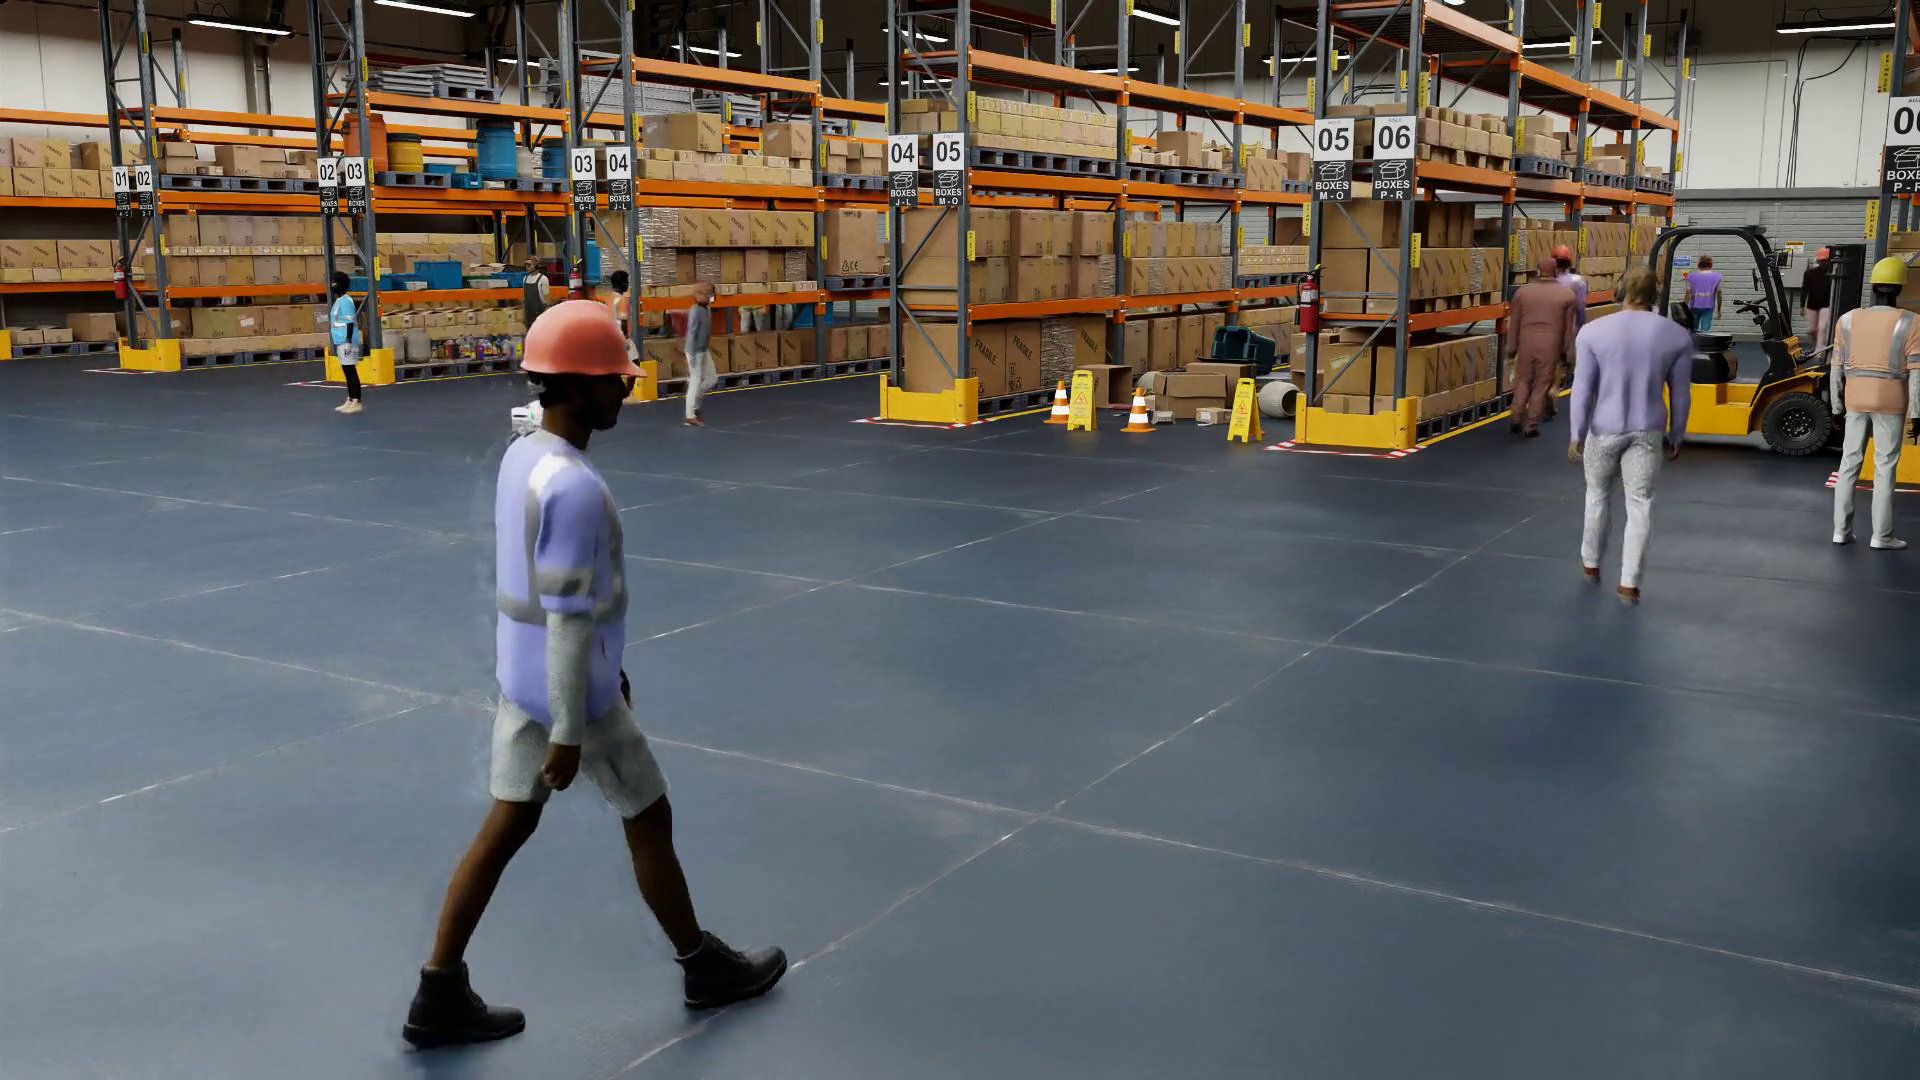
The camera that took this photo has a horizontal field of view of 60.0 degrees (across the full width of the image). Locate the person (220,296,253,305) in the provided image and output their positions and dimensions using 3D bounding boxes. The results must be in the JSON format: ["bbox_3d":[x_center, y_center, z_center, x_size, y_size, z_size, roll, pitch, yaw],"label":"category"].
[{"bbox_3d":[-12.741,-4.135,29.357,0.622,1.862,1.035,7,12,32],"label":"person"}]

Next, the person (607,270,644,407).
[{"bbox_3d":[-4.130,-2.486,20.567,0.484,1.685,0.555,-6,12,-31],"label":"person"}]

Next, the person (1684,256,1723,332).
[{"bbox_3d":[12.571,-3.891,28.151,0.574,1.800,0.942,5,11,26],"label":"person"}]

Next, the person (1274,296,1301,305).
[{"bbox_3d":[6.403,-4.623,32.168,0.521,1.834,0.895,7,12,33],"label":"person"}]

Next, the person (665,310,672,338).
[{"bbox_3d":[-5.531,-4.752,32.707,0.543,1.903,0.963,7,12,35],"label":"person"}]

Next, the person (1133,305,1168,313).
[{"bbox_3d":[3.493,-4.327,30.370,1.037,1.892,0.628,-9,13,-40],"label":"person"}]

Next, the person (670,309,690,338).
[{"bbox_3d":[-4.600,-3.744,27.447,0.540,1.750,0.520,5,11,26],"label":"person"}]

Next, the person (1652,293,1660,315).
[{"bbox_3d":[12.639,-4.310,30.556,0.995,1.785,0.628,6,12,31],"label":"person"}]

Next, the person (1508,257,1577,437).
[{"bbox_3d":[6.103,-2.014,17.439,0.647,1.873,0.606,6,12,31],"label":"person"}]

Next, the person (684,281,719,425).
[{"bbox_3d":[-2.892,-2.069,18.482,0.409,1.603,0.524,2,10,14],"label":"person"}]

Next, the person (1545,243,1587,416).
[{"bbox_3d":[6.911,-2.418,19.290,0.624,2.024,0.736,7,12,34],"label":"person"}]

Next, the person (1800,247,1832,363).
[{"bbox_3d":[14.630,-3.992,28.272,0.622,1.970,0.755,8,13,38],"label":"person"}]

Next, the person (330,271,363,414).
[{"bbox_3d":[-7.331,-2.352,19.826,0.317,1.695,0.540,-6,12,-29],"label":"person"}]

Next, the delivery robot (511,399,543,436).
[{"bbox_3d":[-4.094,-1.227,16.460,0.477,0.478,0.707,6,12,31],"label":"delivery robot"}]

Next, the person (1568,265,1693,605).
[{"bbox_3d":[3.852,-0.625,9.614,0.659,1.890,0.976,3,10,15],"label":"person"}]

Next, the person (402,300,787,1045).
[{"bbox_3d":[-0.970,0.345,4.200,0.996,1.890,0.546,-6,12,-31],"label":"person"}]

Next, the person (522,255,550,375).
[{"bbox_3d":[-6.507,-3.438,25.492,0.514,1.844,0.333,6,12,30],"label":"person"}]

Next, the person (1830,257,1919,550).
[{"bbox_3d":[6.078,-0.897,11.022,0.364,1.928,0.594,-8,13,-36],"label":"person"}]

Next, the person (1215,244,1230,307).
[{"bbox_3d":[5.228,-4.849,32.851,0.731,2.000,0.688,-4,11,-19],"label":"person"}]

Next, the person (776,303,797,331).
[{"bbox_3d":[-3.295,-4.358,30.547,0.365,1.895,0.702,8,13,37],"label":"person"}]

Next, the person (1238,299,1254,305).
[{"bbox_3d":[5.534,-4.705,32.343,0.595,1.933,0.661,-7,12,-33],"label":"person"}]

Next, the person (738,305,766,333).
[{"bbox_3d":[-3.469,-3.803,27.699,0.594,1.785,0.914,2,10,11],"label":"person"}]

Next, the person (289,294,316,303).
[{"bbox_3d":[-12.092,-4.327,30.509,0.600,1.829,0.404,5,11,27],"label":"person"}]
